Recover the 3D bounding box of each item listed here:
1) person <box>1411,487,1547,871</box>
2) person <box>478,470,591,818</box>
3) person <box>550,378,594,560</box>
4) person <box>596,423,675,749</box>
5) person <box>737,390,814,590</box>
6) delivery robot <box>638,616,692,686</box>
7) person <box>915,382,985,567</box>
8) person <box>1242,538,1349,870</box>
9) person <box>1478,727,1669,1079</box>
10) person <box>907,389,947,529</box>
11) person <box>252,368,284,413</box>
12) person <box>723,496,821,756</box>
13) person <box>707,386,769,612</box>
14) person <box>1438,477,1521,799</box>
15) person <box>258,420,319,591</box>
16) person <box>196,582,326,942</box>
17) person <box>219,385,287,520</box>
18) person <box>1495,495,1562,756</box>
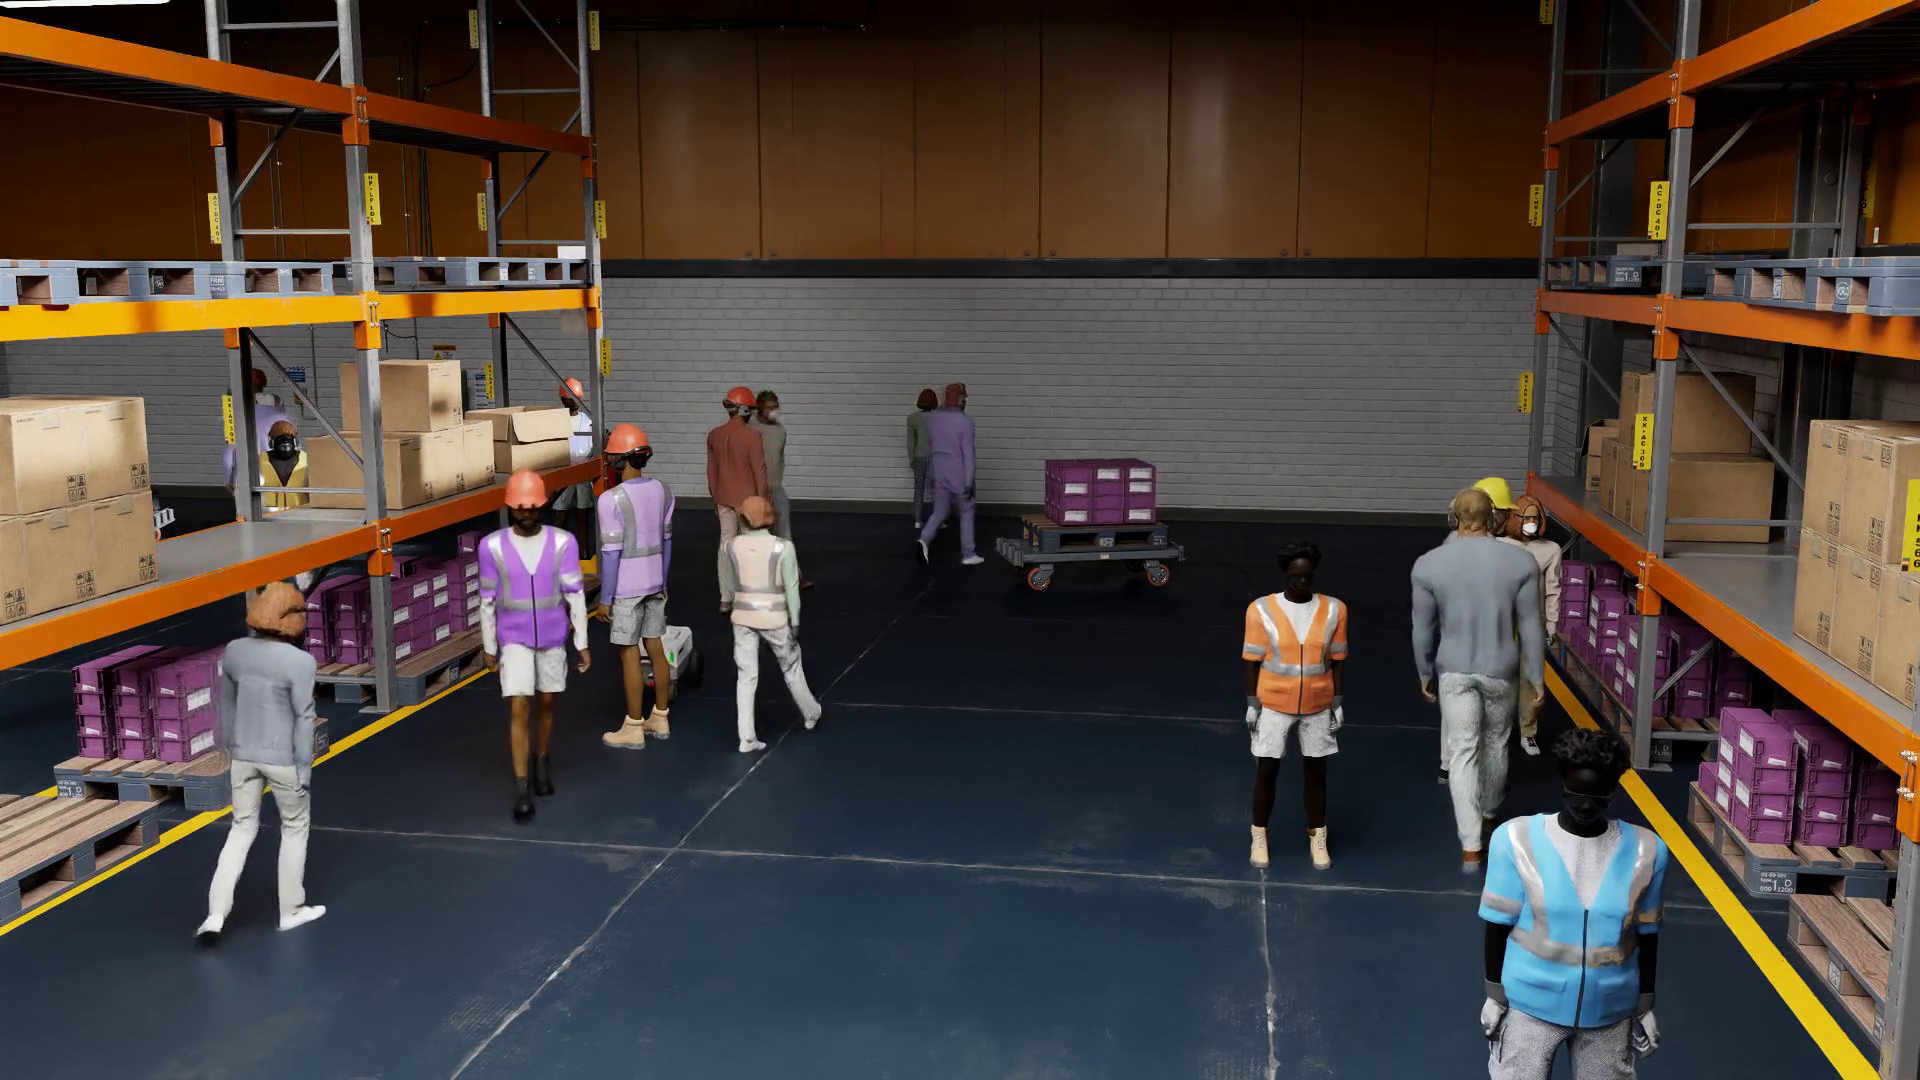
[{"bbox_3d":[2.655,0.677,8.573,0.685,1.878,0.964,2,9,12],"label":"person"},{"bbox_3d":[-2.342,0.563,9.198,0.568,1.891,0.921,-3,10,-20],"label":"person"},{"bbox_3d":[-3.815,-0.626,16.429,0.547,1.938,0.359,-7,11,-37],"label":"person"},{"bbox_3d":[-2.055,0.290,10.453,0.370,2.044,0.608,5,11,30],"label":"person"},{"bbox_3d":[-1.829,-0.462,15.608,0.999,1.884,0.617,9,13,43],"label":"person"},{"bbox_3d":[-2.109,0.780,11.721,0.477,0.478,0.707,0,9,1],"label":"delivery robot"},{"bbox_3d":[-0.100,-0.650,16.755,0.652,1.880,0.779,7,12,37],"label":"person"},{"bbox_3d":[1.666,0.818,8.298,0.533,1.688,0.320,0,9,-1],"label":"person"},{"bbox_3d":[1.791,1.366,4.896,0.531,1.692,0.320,1,9,7],"label":"person"},{"bbox_3d":[-0.368,-0.934,19.259,0.500,1.633,0.286,3,10,15],"label":"person"},{"bbox_3d":[-7.985,-1.019,19.013,0.356,1.885,0.573,9,13,44],"label":"person"},{"bbox_3d":[-1.215,0.511,10.496,0.532,1.589,0.818,3,10,16],"label":"person"},{"bbox_3d":[-1.916,-0.345,14.544,0.609,1.985,0.392,5,11,30],"label":"person"},{"bbox_3d":[2.971,0.550,9.507,0.403,1.827,0.599,-2,9,-11],"label":"person"},{"bbox_3d":[-5.269,-0.024,13.052,0.632,1.838,0.429,-4,10,-21],"label":"person"},{"bbox_3d":[-3.131,1.004,7.403,0.518,1.602,0.572,3,10,15],"label":"person"},{"bbox_3d":[-6.968,-0.614,16.502,0.710,1.899,0.394,-5,10,-27],"label":"person"},{"bbox_3d":[3.447,0.527,10.277,0.497,1.629,0.277,1,9,4],"label":"person"}]
